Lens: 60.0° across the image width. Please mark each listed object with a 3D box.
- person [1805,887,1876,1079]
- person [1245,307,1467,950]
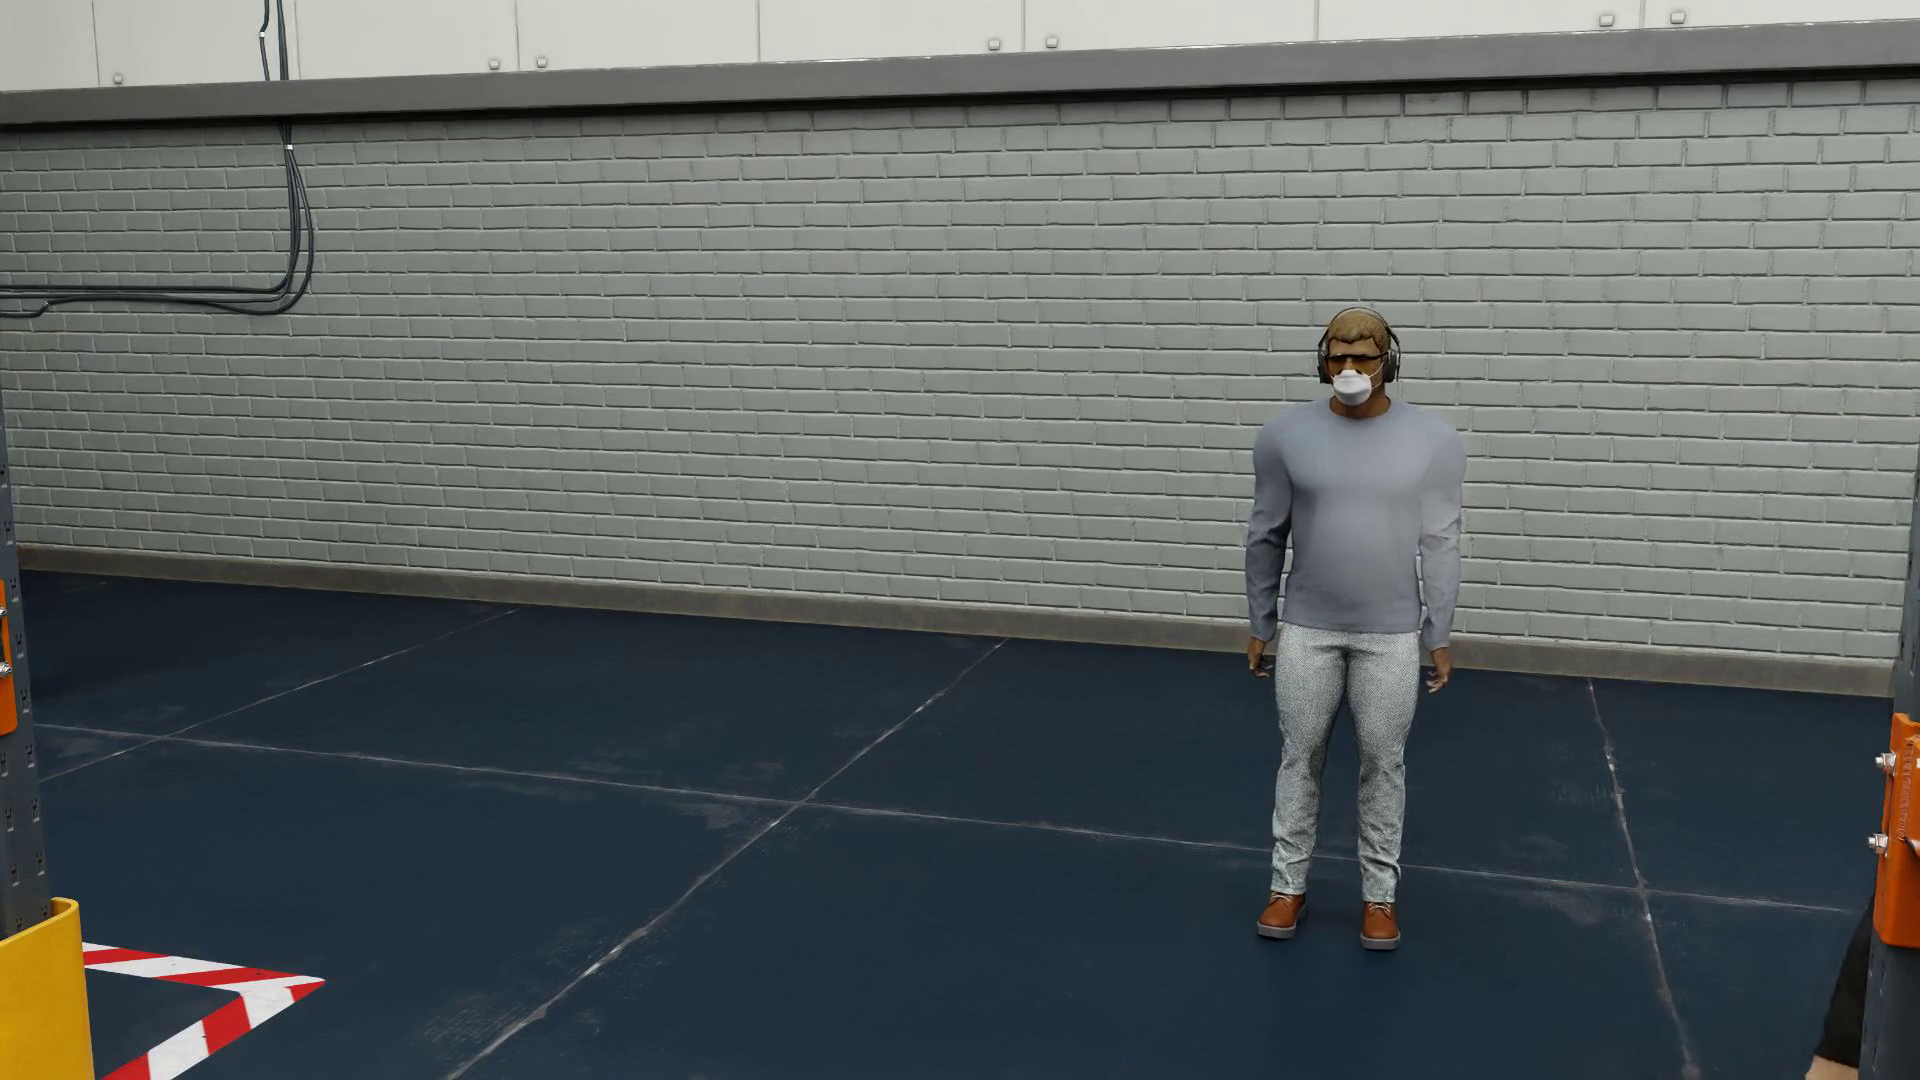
[{"bbox_3d":[2.534,0.429,3.782,1.029,2.000,0.691,3,10,19],"label":"person"},{"bbox_3d":[1.176,0.271,5.027,0.635,1.937,0.352,3,10,17],"label":"person"}]
